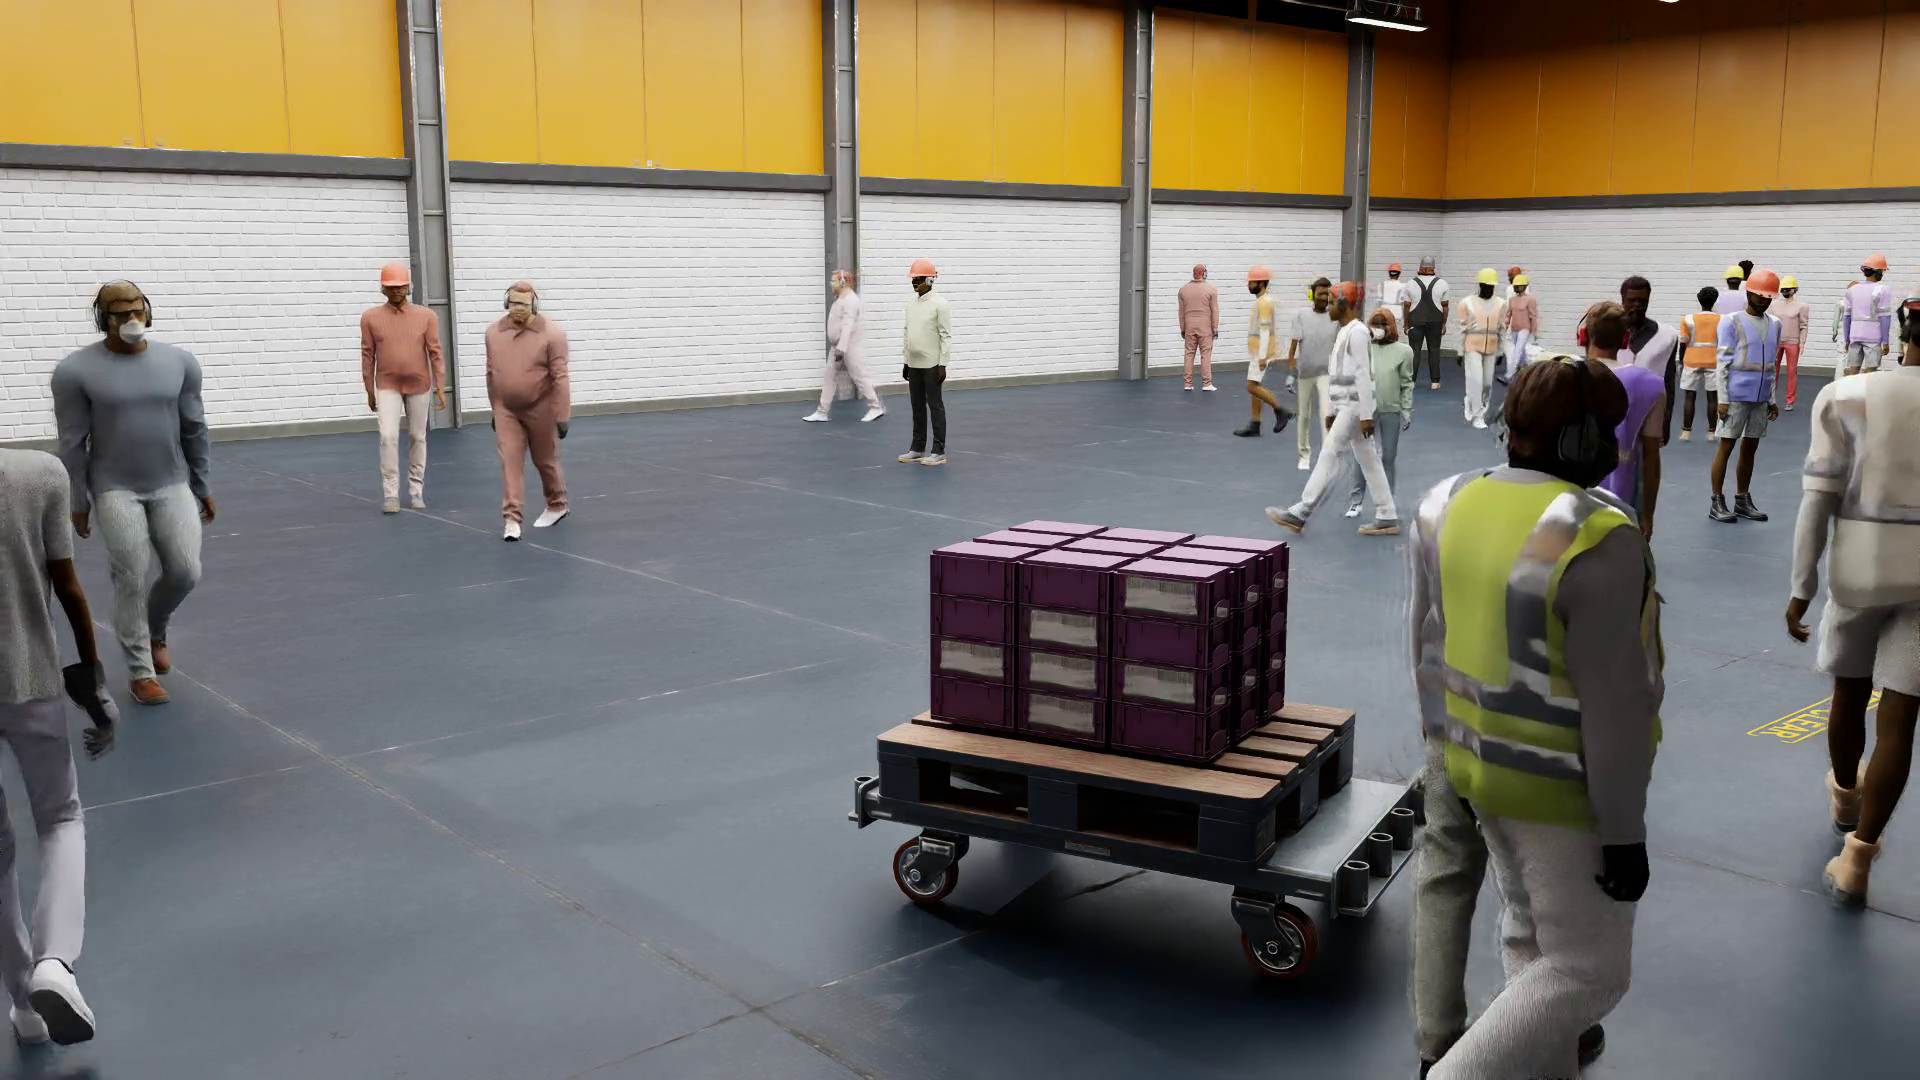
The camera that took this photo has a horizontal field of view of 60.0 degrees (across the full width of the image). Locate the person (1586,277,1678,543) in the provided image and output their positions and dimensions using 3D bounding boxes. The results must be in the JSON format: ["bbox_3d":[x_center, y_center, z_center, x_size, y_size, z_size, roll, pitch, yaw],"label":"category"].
[{"bbox_3d":[4.444,-0.794,11.065,0.610,1.869,0.952,3,10,15],"label":"person"}]

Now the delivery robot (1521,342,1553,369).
[{"bbox_3d":[9.750,-3.108,28.207,0.477,0.478,0.707,-2,10,-8],"label":"delivery robot"}]

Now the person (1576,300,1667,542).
[{"bbox_3d":[2.858,-0.165,7.527,0.585,1.825,0.531,3,10,16],"label":"person"}]

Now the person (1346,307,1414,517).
[{"bbox_3d":[3.225,-0.974,12.836,0.507,1.631,0.268,3,10,17],"label":"person"}]

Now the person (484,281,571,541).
[{"bbox_3d":[-3.126,-0.950,12.085,0.652,1.850,0.963,1,10,5],"label":"person"}]

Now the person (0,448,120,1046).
[{"bbox_3d":[-2.395,0.408,4.125,0.555,1.846,0.530,-5,11,-28],"label":"person"}]

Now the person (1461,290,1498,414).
[{"bbox_3d":[6.613,-2.376,21.139,0.504,1.610,0.739,4,11,24],"label":"person"}]

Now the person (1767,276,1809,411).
[{"bbox_3d":[10.815,-2.555,21.807,0.330,1.732,0.526,-9,13,-43],"label":"person"}]

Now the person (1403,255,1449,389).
[{"bbox_3d":[7.123,-3.338,25.483,0.684,2.000,0.538,2,10,13],"label":"person"}]

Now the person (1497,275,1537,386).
[{"bbox_3d":[8.639,-3.239,25.836,0.886,1.719,0.558,-5,11,-26],"label":"person"}]

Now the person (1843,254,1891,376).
[{"bbox_3d":[11.119,-2.467,20.370,0.383,2.045,0.605,-4,11,-23],"label":"person"}]

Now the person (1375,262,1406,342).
[{"bbox_3d":[7.730,-3.994,29.718,0.573,1.909,0.485,6,11,31],"label":"person"}]

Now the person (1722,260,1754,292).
[{"bbox_3d":[11.891,-3.273,25.318,0.605,1.966,0.367,7,12,36],"label":"person"}]

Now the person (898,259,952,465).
[{"bbox_3d":[-0.346,-1.727,16.181,0.381,1.993,0.622,-9,13,-42],"label":"person"}]

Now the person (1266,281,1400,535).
[{"bbox_3d":[2.750,-0.942,12.047,1.003,1.832,0.599,1,10,7],"label":"person"}]

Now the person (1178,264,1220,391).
[{"bbox_3d":[3.599,-3.186,24.984,0.643,1.909,0.410,5,11,29],"label":"person"}]

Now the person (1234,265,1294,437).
[{"bbox_3d":[3.387,-2.094,18.542,0.549,1.925,0.570,1,10,3],"label":"person"}]

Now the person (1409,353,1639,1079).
[{"bbox_3d":[1.366,0.445,4.077,0.621,1.785,0.727,8,13,40],"label":"person"}]

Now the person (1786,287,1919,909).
[{"bbox_3d":[3.052,0.126,5.379,0.621,1.977,1.050,6,11,32],"label":"person"}]

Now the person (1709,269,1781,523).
[{"bbox_3d":[6.011,-1.092,12.666,0.542,1.927,0.381,-3,10,-16],"label":"person"}]

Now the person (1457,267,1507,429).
[{"bbox_3d":[6.172,-2.286,19.770,0.585,1.897,0.781,-1,10,-8],"label":"person"}]

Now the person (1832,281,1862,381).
[{"bbox_3d":[13.652,-3.129,25.494,0.519,1.651,0.350,5,11,28],"label":"person"}]

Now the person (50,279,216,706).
[{"bbox_3d":[-3.754,-0.221,7.581,0.643,1.922,0.520,-9,13,-42],"label":"person"}]

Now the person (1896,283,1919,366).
[{"bbox_3d":[11.281,-2.206,19.465,0.404,1.830,0.602,-6,11,-31],"label":"person"}]

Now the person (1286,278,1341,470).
[{"bbox_3d":[3.299,-1.513,15.459,0.540,1.819,0.976,1,10,6],"label":"person"}]

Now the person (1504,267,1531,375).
[{"bbox_3d":[9.461,-3.657,28.040,0.603,1.867,0.638,-6,12,-33],"label":"person"}]

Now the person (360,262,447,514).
[{"bbox_3d":[-4.379,-1.193,13.129,0.629,1.965,0.798,-3,10,-19],"label":"person"}]

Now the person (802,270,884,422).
[{"bbox_3d":[-1.395,-2.357,20.287,0.983,1.866,0.650,-4,11,-24],"label":"person"}]

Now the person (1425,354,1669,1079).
[{"bbox_3d":[1.227,0.520,3.529,0.687,1.823,0.646,-2,10,-12],"label":"person"}]

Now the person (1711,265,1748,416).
[{"bbox_3d":[9.634,-2.479,20.857,0.620,1.934,0.486,5,11,25],"label":"person"}]

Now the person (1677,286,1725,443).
[{"bbox_3d":[8.070,-1.899,18.060,0.540,1.695,0.317,3,10,18],"label":"person"}]
